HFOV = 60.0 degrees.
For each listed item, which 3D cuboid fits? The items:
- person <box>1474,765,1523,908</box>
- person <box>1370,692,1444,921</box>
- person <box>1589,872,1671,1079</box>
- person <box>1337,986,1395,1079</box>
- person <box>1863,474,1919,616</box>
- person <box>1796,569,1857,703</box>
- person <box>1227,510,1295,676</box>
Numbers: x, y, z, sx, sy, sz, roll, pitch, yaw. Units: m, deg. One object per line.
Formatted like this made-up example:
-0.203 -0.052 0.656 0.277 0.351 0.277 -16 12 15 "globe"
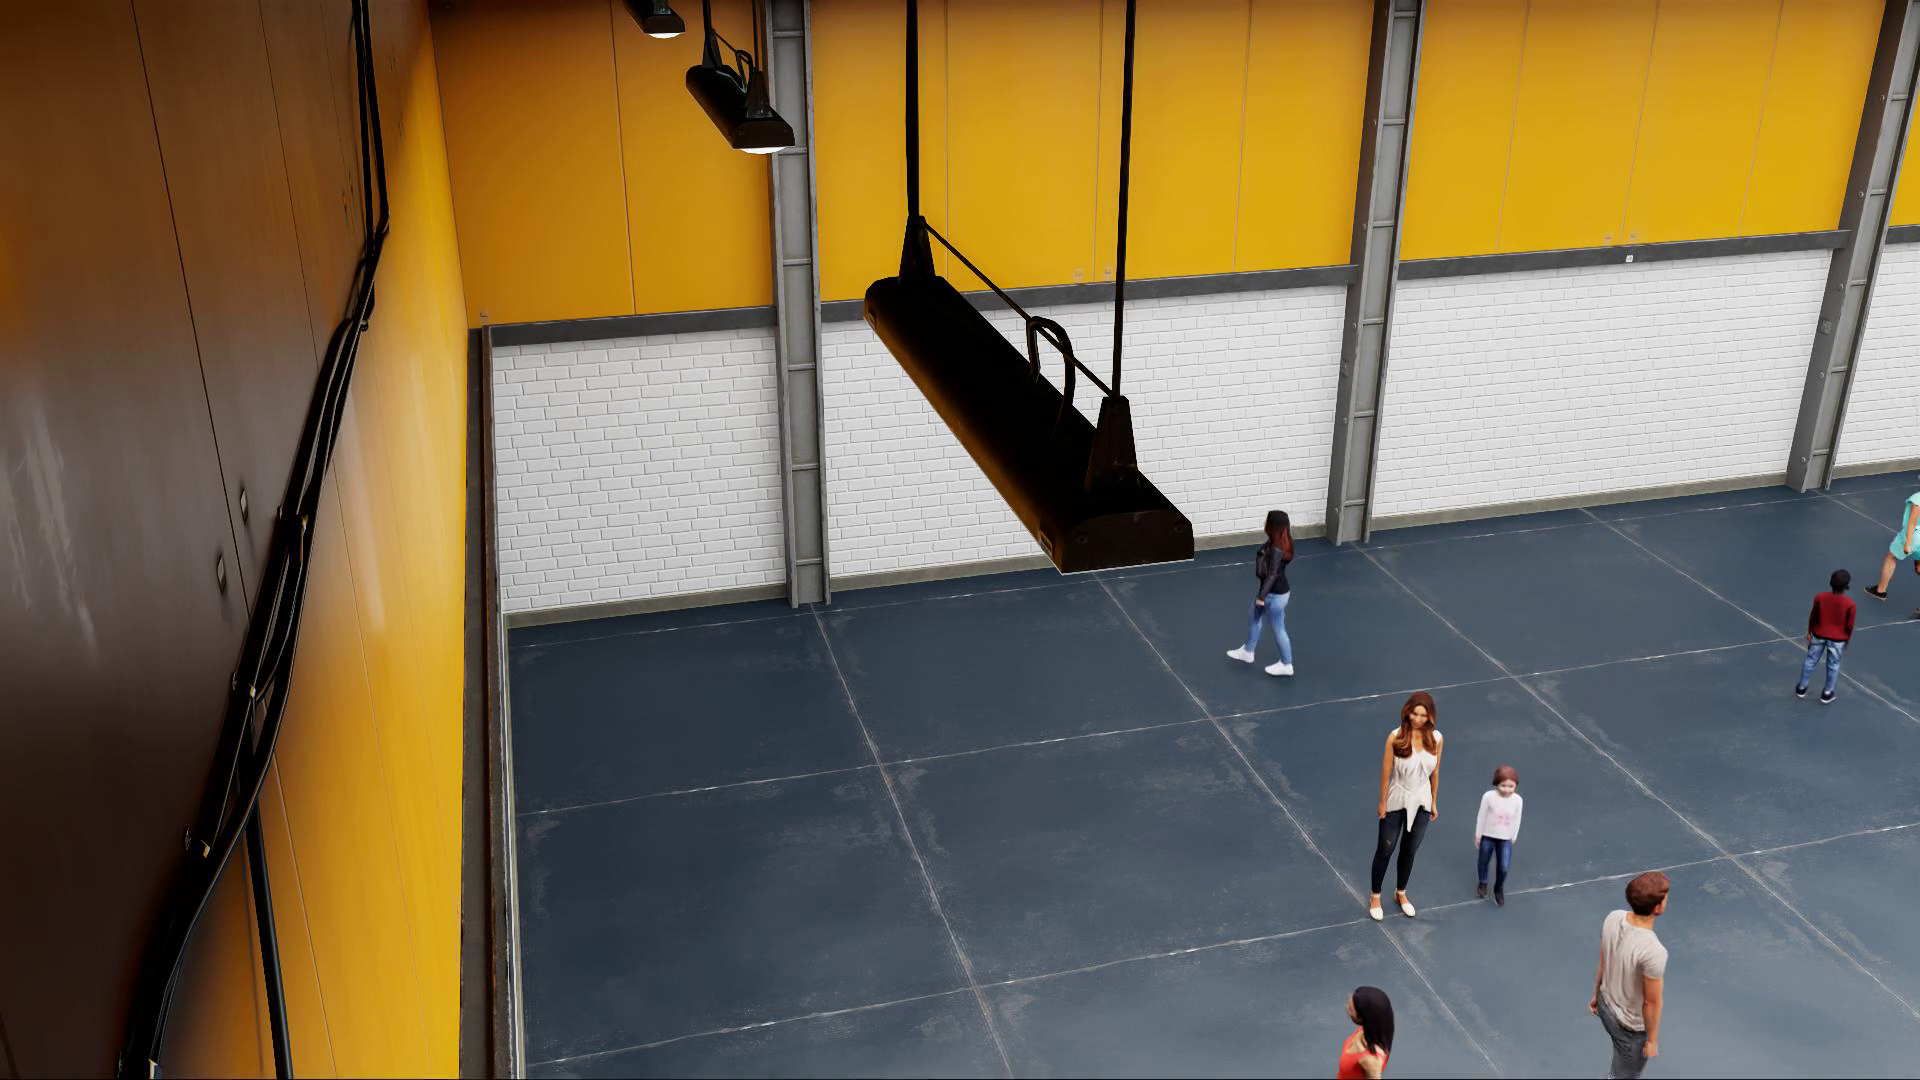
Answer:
3.898 2.098 12.106 0.540 1.102 0.606 7 25 15 "person"
3.157 1.863 11.791 0.506 1.785 0.671 -2 24 -5 "person"
3.782 2.765 9.616 1.105 1.874 0.716 -5 24 -10 "person"
2.172 3.117 9.005 0.667 1.719 0.665 4 24 9 "person"
9.478 0.012 16.352 0.964 1.525 0.612 -8 25 -17 "person"
7.726 0.845 14.785 0.584 1.253 0.629 16 28 33 "person"
2.937 0.493 15.141 1.011 1.613 0.905 6 24 14 "person"
